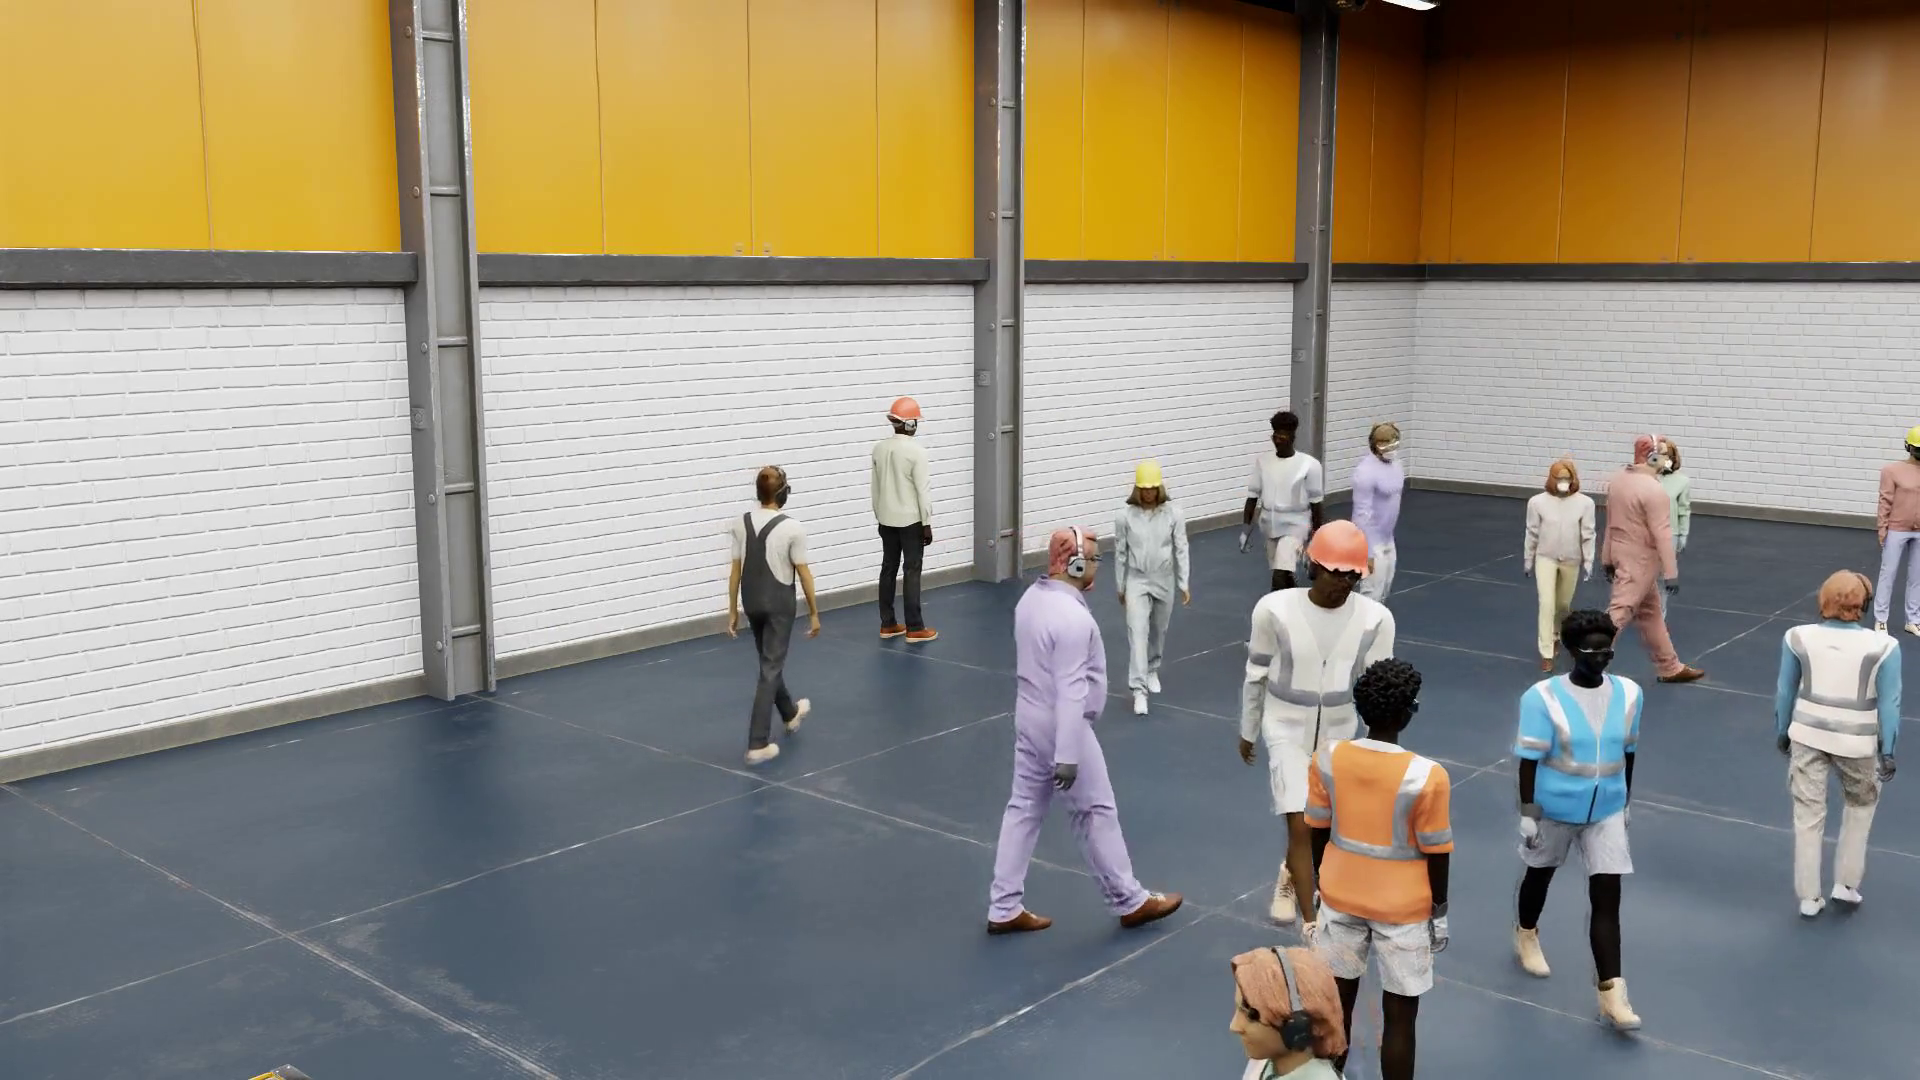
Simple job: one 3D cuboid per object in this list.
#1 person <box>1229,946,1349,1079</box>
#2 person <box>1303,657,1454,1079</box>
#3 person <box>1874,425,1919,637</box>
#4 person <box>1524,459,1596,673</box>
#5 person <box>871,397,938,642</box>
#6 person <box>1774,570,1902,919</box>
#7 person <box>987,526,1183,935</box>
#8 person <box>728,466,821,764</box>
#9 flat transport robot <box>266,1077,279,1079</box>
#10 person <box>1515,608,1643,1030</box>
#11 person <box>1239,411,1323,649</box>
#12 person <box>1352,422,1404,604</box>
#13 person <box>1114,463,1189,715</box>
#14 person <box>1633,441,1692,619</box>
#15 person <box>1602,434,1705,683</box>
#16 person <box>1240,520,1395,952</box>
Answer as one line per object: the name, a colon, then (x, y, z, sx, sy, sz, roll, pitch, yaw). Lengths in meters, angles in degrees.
person: (0.635, 1.630, 3.465, 0.638, 1.614, 0.514, -2, 9, -13)
person: (1.428, 1.236, 5.675, 0.539, 1.696, 0.317, 8, 12, 40)
person: (7.819, -0.070, 13.681, 0.522, 1.763, 0.320, 1, 9, 6)
person: (4.572, 0.163, 12.725, 0.495, 1.591, 0.830, 2, 9, 10)
person: (-0.454, -0.165, 13.541, 0.619, 1.994, 0.381, 8, 12, 40)
person: (4.080, 0.939, 7.740, 0.545, 1.617, 0.524, 7, 12, 39)
person: (0.547, 0.859, 7.502, 0.950, 1.860, 0.661, -3, 10, -19)
person: (-1.120, 0.431, 10.406, 0.535, 1.797, 0.948, 5, 10, 27)
flat transport robot: (-2.123, 2.021, 5.205, 1.431, 0.197, 0.652, 8, 12, 40)
person: (2.507, 1.086, 6.757, 0.546, 1.643, 0.889, -1, 9, -4)
person: (2.584, -0.086, 13.323, 0.610, 1.911, 1.027, 8, 12, 42)
person: (3.154, 0.029, 12.648, 0.472, 1.893, 0.765, 6, 11, 35)
person: (1.320, 0.299, 11.568, 0.501, 1.696, 0.912, 0, 9, -2)
person: (5.814, -0.039, 13.899, 0.520, 1.618, 0.495, 2, 9, 12)
person: (4.908, 0.160, 11.955, 1.022, 1.853, 0.665, 0, 9, 0)
person: (1.558, 0.859, 7.245, 0.612, 1.947, 1.126, 0, 9, -1)
